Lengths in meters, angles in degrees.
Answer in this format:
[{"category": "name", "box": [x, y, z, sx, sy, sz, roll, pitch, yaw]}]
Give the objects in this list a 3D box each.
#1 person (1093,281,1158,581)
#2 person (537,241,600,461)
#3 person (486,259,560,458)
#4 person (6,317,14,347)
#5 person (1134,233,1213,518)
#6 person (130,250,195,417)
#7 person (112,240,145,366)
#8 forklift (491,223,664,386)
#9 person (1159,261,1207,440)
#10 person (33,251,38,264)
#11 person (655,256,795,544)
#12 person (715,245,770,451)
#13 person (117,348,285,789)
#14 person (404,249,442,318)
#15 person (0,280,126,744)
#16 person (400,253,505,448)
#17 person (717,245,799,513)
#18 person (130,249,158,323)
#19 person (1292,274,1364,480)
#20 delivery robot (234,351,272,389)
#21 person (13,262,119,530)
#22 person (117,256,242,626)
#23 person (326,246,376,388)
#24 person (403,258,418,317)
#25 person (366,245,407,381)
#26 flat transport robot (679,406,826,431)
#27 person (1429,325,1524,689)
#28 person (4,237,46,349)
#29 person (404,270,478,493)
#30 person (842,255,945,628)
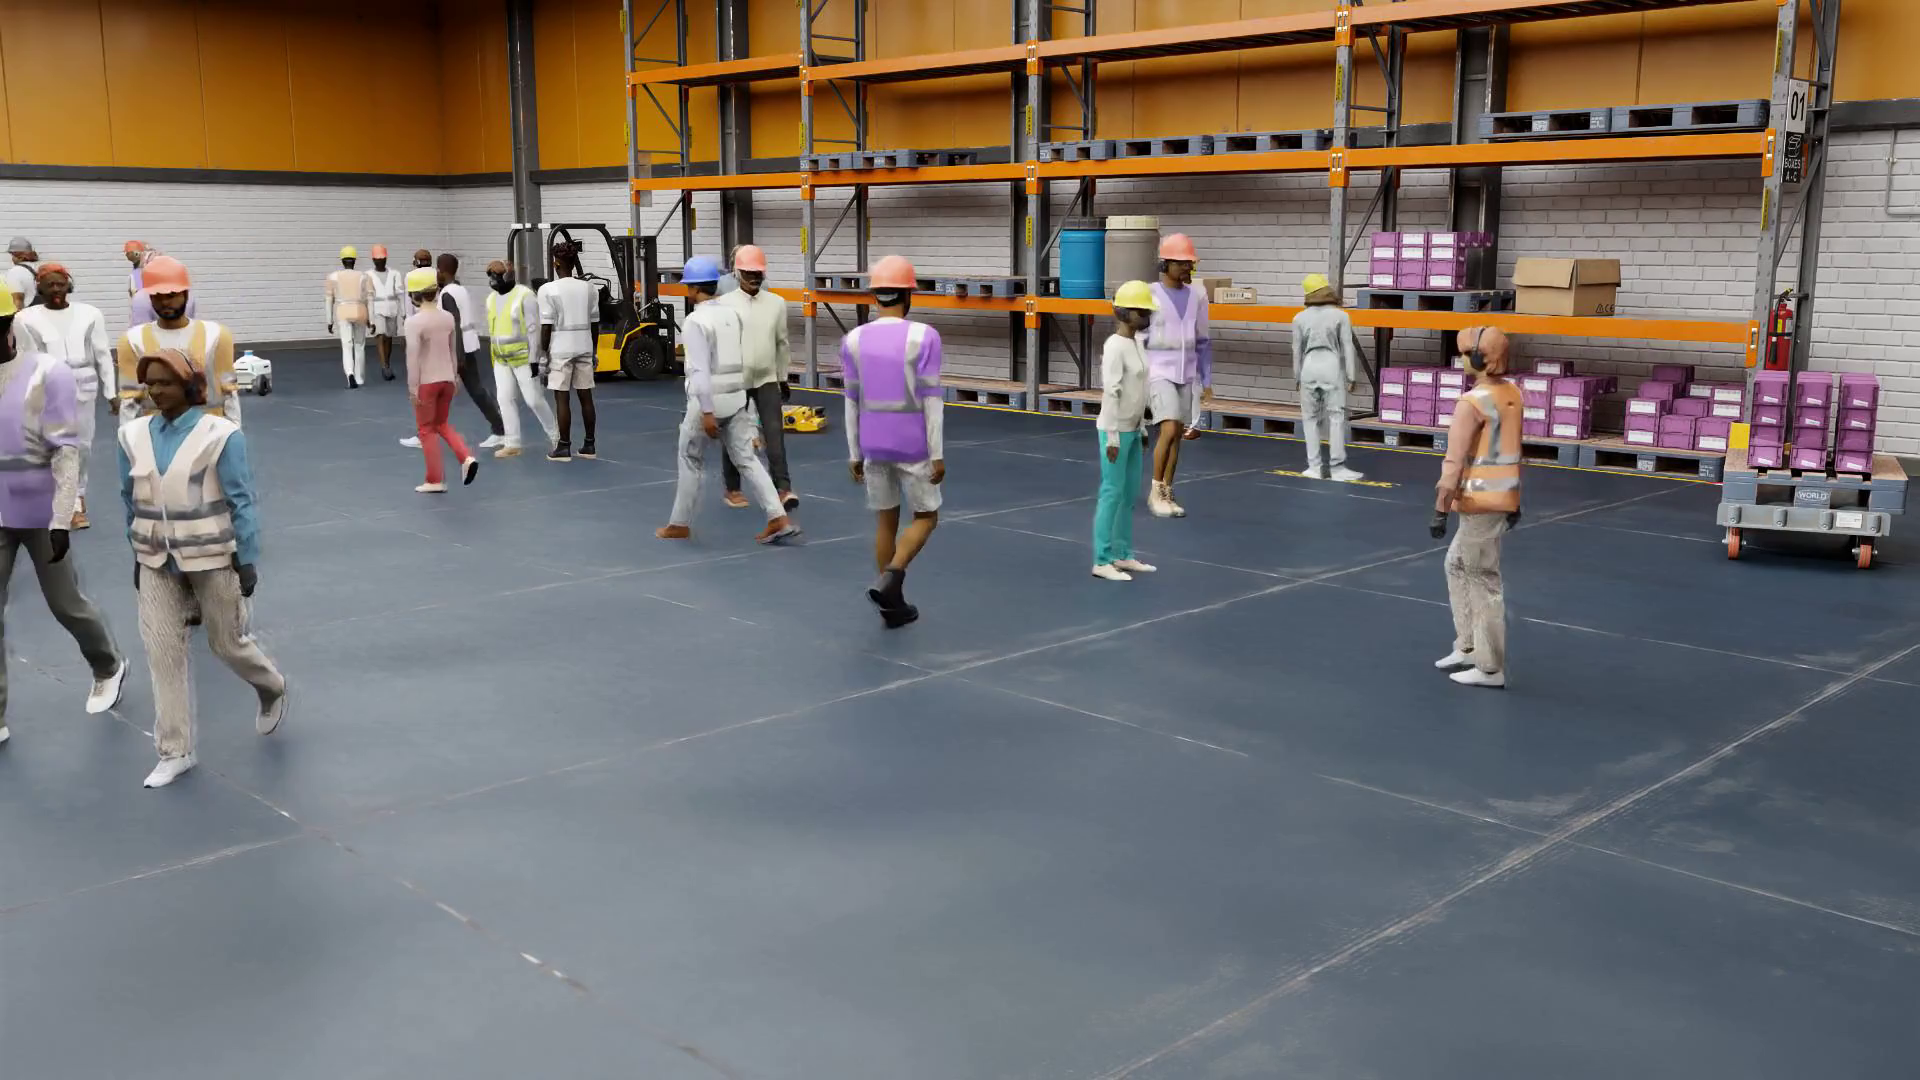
[{"category": "person", "box": [1.008, -0.639, 9.830, 0.404, 1.757, 0.552, 4, 11, 23]}, {"category": "person", "box": [-3.517, -1.690, 14.961, 0.611, 1.965, 0.362, -10, 14, -44]}, {"category": "person", "box": [-3.999, -1.665, 15.276, 0.645, 1.812, 0.656, 6, 12, 30]}, {"category": "person", "box": [-6.530, -0.899, 10.882, 0.512, 1.877, 0.666, 6, 12, 29]}, {"category": "person", "box": [1.546, -1.149, 11.831, 0.631, 2.029, 0.527, -6, 12, -28]}, {"category": "person", "box": [-6.676, -1.462, 13.956, 0.524, 1.918, 0.673, 3, 11, 15]}, {"category": "person", "box": [-12.666, -3.650, 25.722, 1.024, 1.940, 0.623, -8, 13, -38]}, {"category": "forklift", "box": [-5.316, -3.263, 22.920, 2.313, 2.155, 1.214, -10, 14, -44]}, {"category": "person", "box": [2.227, -1.922, 16.528, 0.320, 1.860, 0.520, -7, 13, -35]}, {"category": "person", "box": [-12.149, -2.892, 21.886, 0.892, 1.824, 0.538, 7, 13, 34]}, {"category": "person", "box": [-1.542, -0.899, 10.870, 1.000, 1.907, 0.614, 6, 12, 29]}, {"category": "person", "box": [-2.045, -1.789, 15.593, 0.628, 1.935, 0.373, -7, 12, -33]}, {"category": "person", "box": [-2.890, 0.068, 6.333, 0.521, 1.618, 0.709, 1, 10, 6]}, {"category": "person", "box": [-7.015, -2.898, 21.906, 0.624, 1.840, 0.429, -9, 14, -42]}, {"category": "person", "box": [-3.774, -0.141, 6.735, 0.586, 1.886, 0.892, 0, 10, 0]}, {"category": "person", "box": [-4.810, -1.796, 15.874, 1.041, 1.854, 0.603, -1, 10, -3]}, {"category": "person", "box": [-1.500, -1.161, 12.135, 0.665, 1.940, 0.983, -5, 12, -26]}, {"category": "person", "box": [-11.415, -3.210, 23.619, 0.596, 1.827, 0.487, -8, 13, -38]}, {"category": "person", "box": [3.068, -1.350, 13.838, 0.649, 1.707, 0.327, 5, 12, 27]}, {"category": "delivery robot", "box": [-9.034, -2.166, 21.155, 0.477, 0.478, 0.707, -1, 10, -5]}, {"category": "person", "box": [-6.305, -1.032, 11.725, 0.577, 1.849, 0.943, -8, 13, -39]}, {"category": "person", "box": [-3.968, -0.476, 8.479, 0.566, 1.912, 0.662, -4, 11, -20]}, {"category": "person", "box": [-8.126, -2.973, 22.193, 0.602, 1.889, 0.880, -4, 11, -21]}, {"category": "person", "box": [-8.249, -3.526, 25.524, 0.535, 1.767, 0.317, -3, 11, -15]}, {"category": "person", "box": [-8.109, -3.195, 23.422, 0.550, 1.889, 1.012, -7, 12, -33]}, {"category": "flat transport robot", "box": [-2.149, -1.275, 17.324, 1.431, 0.197, 0.652, 1, 10, 3]}, {"category": "person", "box": [2.272, -0.148, 7.466, 0.524, 1.617, 0.545, 9, 14, 40]}, {"category": "person", "box": [-11.500, -2.726, 20.409, 1.008, 2.000, 0.707, 2, 11, 12]}, {"category": "person", "box": [-4.096, -1.228, 13.003, 0.452, 1.751, 0.546, 5, 12, 26]}, {"category": "person", "box": [-0.351, -0.474, 8.431, 0.552, 1.924, 0.539, 5, 11, 24]}]
